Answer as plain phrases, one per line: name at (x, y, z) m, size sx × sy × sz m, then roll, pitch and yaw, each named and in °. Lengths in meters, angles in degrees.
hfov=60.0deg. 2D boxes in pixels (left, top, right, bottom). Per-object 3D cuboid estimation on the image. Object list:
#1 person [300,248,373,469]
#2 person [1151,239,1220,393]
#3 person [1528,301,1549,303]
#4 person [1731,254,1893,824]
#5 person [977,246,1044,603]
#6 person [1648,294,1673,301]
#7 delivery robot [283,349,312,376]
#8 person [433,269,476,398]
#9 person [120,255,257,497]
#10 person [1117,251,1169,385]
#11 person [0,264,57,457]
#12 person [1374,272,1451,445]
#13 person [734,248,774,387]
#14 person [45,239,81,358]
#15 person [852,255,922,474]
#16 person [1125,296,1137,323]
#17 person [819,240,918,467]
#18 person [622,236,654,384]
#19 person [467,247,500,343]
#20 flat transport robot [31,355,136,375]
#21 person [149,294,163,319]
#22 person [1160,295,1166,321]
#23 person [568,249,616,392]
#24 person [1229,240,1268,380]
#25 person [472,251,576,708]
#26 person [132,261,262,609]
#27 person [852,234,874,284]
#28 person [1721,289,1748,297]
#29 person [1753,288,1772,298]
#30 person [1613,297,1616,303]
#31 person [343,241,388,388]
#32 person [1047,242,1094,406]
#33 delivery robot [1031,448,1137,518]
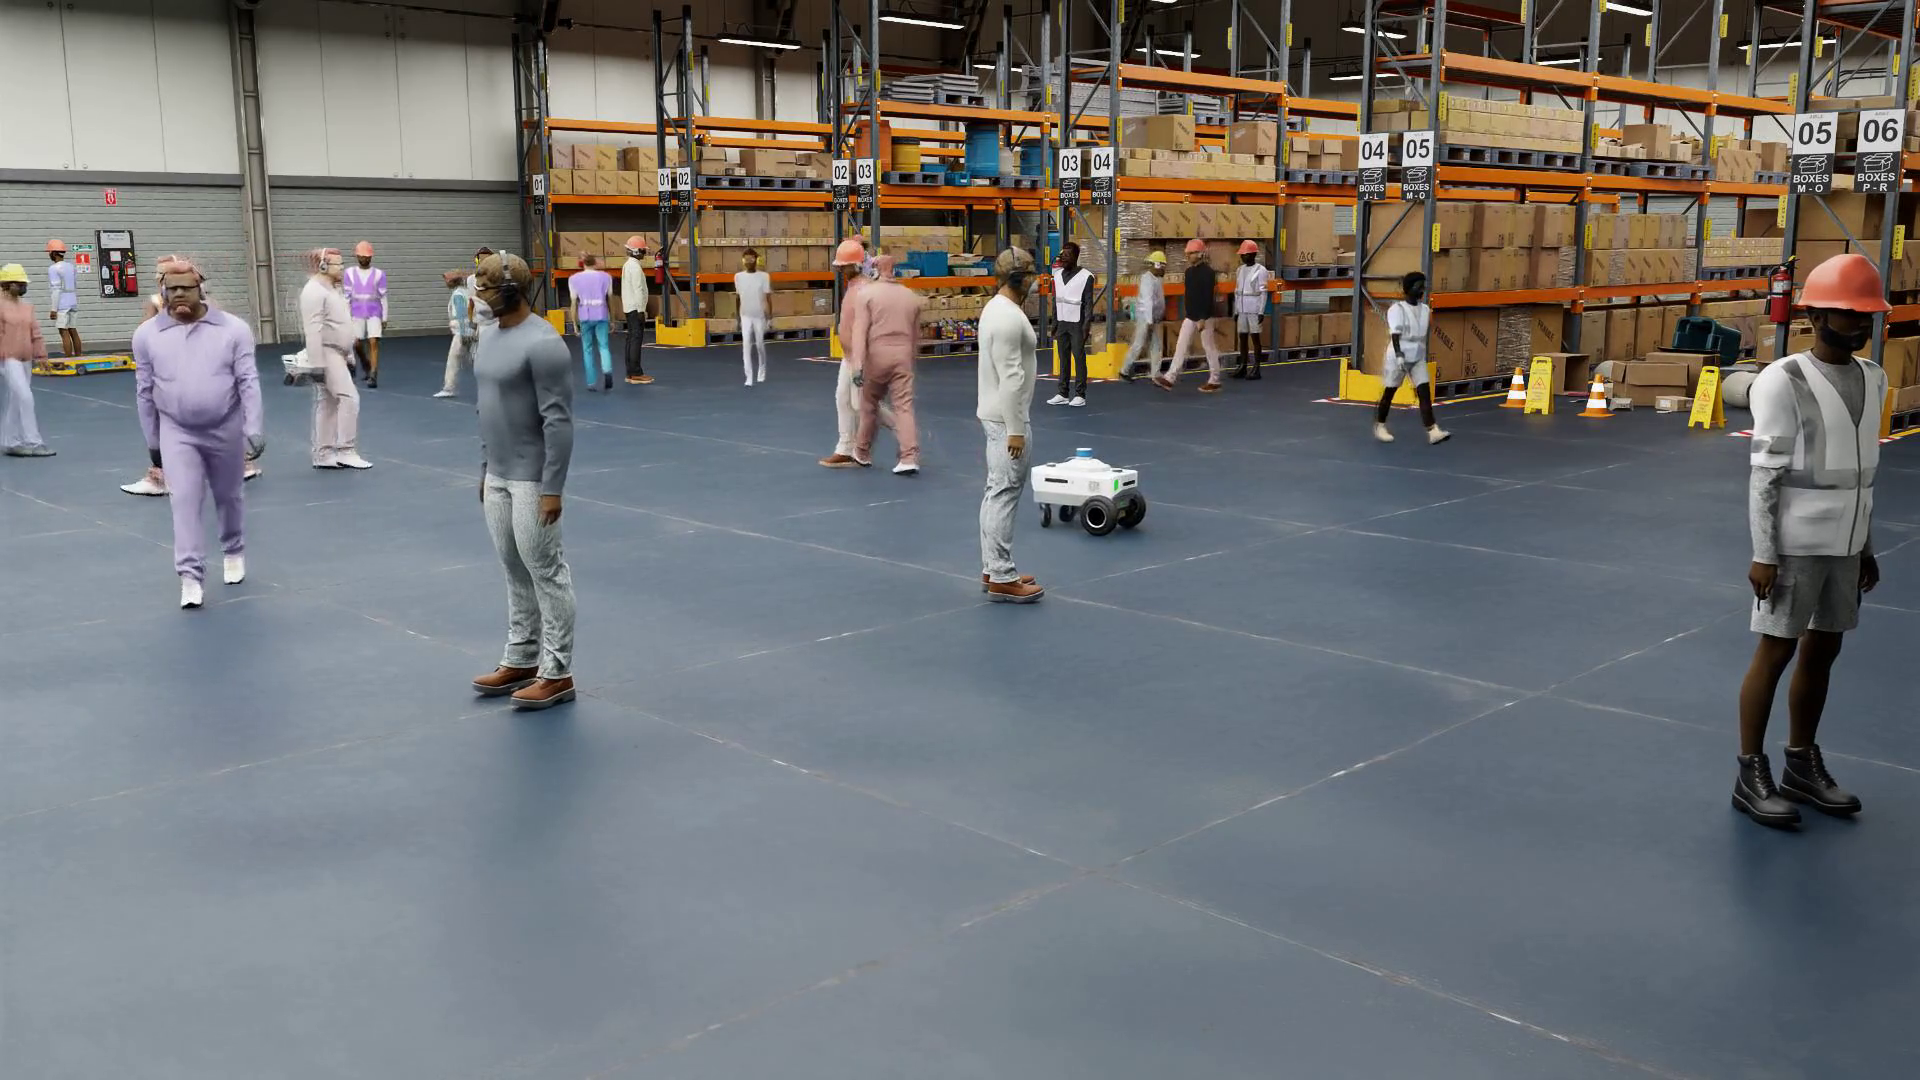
person at (-5.269, -1.538, 14.217) m, size 0.659 × 1.887 × 0.671 m, roll -1°, pitch 10°, yaw -6°
person at (2.931, -2.827, 21.089) m, size 0.995 × 1.942 × 0.651 m, roll -6°, pitch 12°, yaw -28°
person at (9.098, -3.752, 26.494) m, size 0.552 × 1.817 × 0.615 m, roll -8°, pitch 13°, yaw -36°
person at (2.940, 0.004, 5.688) m, size 0.551 × 1.936 × 0.356 m, roll -4°, pitch 11°, yaw -22°
person at (0.274, -0.643, 9.216) m, size 0.357 × 1.937 × 0.638 m, roll -1°, pitch 10°, yaw -4°
person at (12.853, -4.405, 30.599) m, size 0.545 × 1.617 × 0.511 m, roll -7°, pitch 12°, yaw -33°
delivery robot at (-8.795, -2.426, 22.573) m, size 0.477 × 0.478 × 0.707 m, roll 8°, pitch 13°, yaw 36°
person at (-6.136, -2.570, 20.662) m, size 0.813 × 1.598 × 0.537 m, roll -2°, pitch 11°, yaw -12°
person at (-6.057, -1.294, 13.012) m, size 1.041 × 1.854 × 0.640 m, roll -8°, pitch 13°, yaw -36°
person at (2.471, -2.983, 22.407) m, size 0.754 × 1.785 × 0.699 m, roll 3°, pitch 11°, yaw 16°
person at (-8.416, -1.603, 15.000) m, size 0.763 × 1.738 × 0.549 m, roll 2°, pitch 11°, yaw 8°
person at (4.328, -1.739, 15.963) m, size 0.540 × 1.647 × 0.878 m, roll -5°, pitch 12°, yaw -25°
person at (-2.778, -3.020, 22.472) m, size 0.524 × 1.840 × 0.875 m, roll 0°, pitch 10°, yaw 1°
person at (-13.228, -3.448, 24.513) m, size 0.358 × 1.938 × 0.542 m, roll 1°, pitch 10°, yaw 3°
person at (-0.642, -1.497, 14.159) m, size 0.670 × 1.837 × 1.024 m, roll -5°, pitch 12°, yaw -27°
person at (2.952, -3.995, 27.979) m, size 0.379 × 1.750 × 0.559 m, roll -5°, pitch 11°, yaw -23°
person at (-0.805, -1.599, 14.369) m, size 0.752 × 1.964 × 0.620 m, roll -4°, pitch 11°, yaw -19°
person at (-4.404, -3.141, 22.683) m, size 0.396 × 1.992 × 0.623 m, roll -5°, pitch 11°, yaw -24°
person at (-5.654, -2.588, 20.044) m, size 0.517 × 1.865 × 0.323 m, roll -3°, pitch 11°, yaw -17°
flat transport robot at (-12.853, -2.583, 24.456) m, size 0.652 × 0.197 × 1.431 m, roll 5°, pitch 12°, yaw 25°
person at (-8.890, -2.239, 18.861) m, size 0.521 × 1.587 × 0.899 m, roll -4°, pitch 11°, yaw -19°
person at (3.276, -4.307, 29.028) m, size 0.702 × 2.000 × 0.712 m, roll -7°, pitch 12°, yaw -33°
person at (-4.697, -2.803, 21.320) m, size 0.604 × 1.822 × 0.579 m, roll -4°, pitch 11°, yaw -20°
person at (4.043, -3.225, 23.301) m, size 0.375 × 1.934 × 0.548 m, roll -7°, pitch 13°, yaw -35°
person at (-1.873, -0.257, 7.120) m, size 0.375 × 1.936 × 0.627 m, roll -9°, pitch 14°, yaw -41°
person at (-4.232, -0.617, 9.287) m, size 0.636 × 1.867 × 0.985 m, roll -4°, pitch 11°, yaw -23°
person at (-1.493, -3.700, 25.683) m, size 0.636 × 2.018 × 0.477 m, roll -9°, pitch 13°, yaw -39°
person at (14.323, -4.610, 30.740) m, size 1.070 × 1.986 × 0.623 m, roll -8°, pitch 13°, yaw -37°
person at (15.485, -4.787, 31.899) m, size 0.655 × 1.902 × 0.597 m, roll -6°, pitch 12°, yaw -31°
person at (13.745, -5.374, 35.302) m, size 1.030 × 1.822 × 0.568 m, roll 9°, pitch 14°, yaw 41°
person at (-7.892, -3.006, 22.127) m, size 0.571 × 1.925 × 0.556 m, roll -2°, pitch 11°, yaw -13°
person at (1.325, -2.555, 19.691) m, size 0.587 × 1.920 × 0.392 m, roll 10°, pitch 14°, yaw 43°
delivery robot at (0.851, -0.391, 11.473) m, size 0.707 × 0.478 × 0.477 m, roll 7°, pitch 12°, yaw 32°
